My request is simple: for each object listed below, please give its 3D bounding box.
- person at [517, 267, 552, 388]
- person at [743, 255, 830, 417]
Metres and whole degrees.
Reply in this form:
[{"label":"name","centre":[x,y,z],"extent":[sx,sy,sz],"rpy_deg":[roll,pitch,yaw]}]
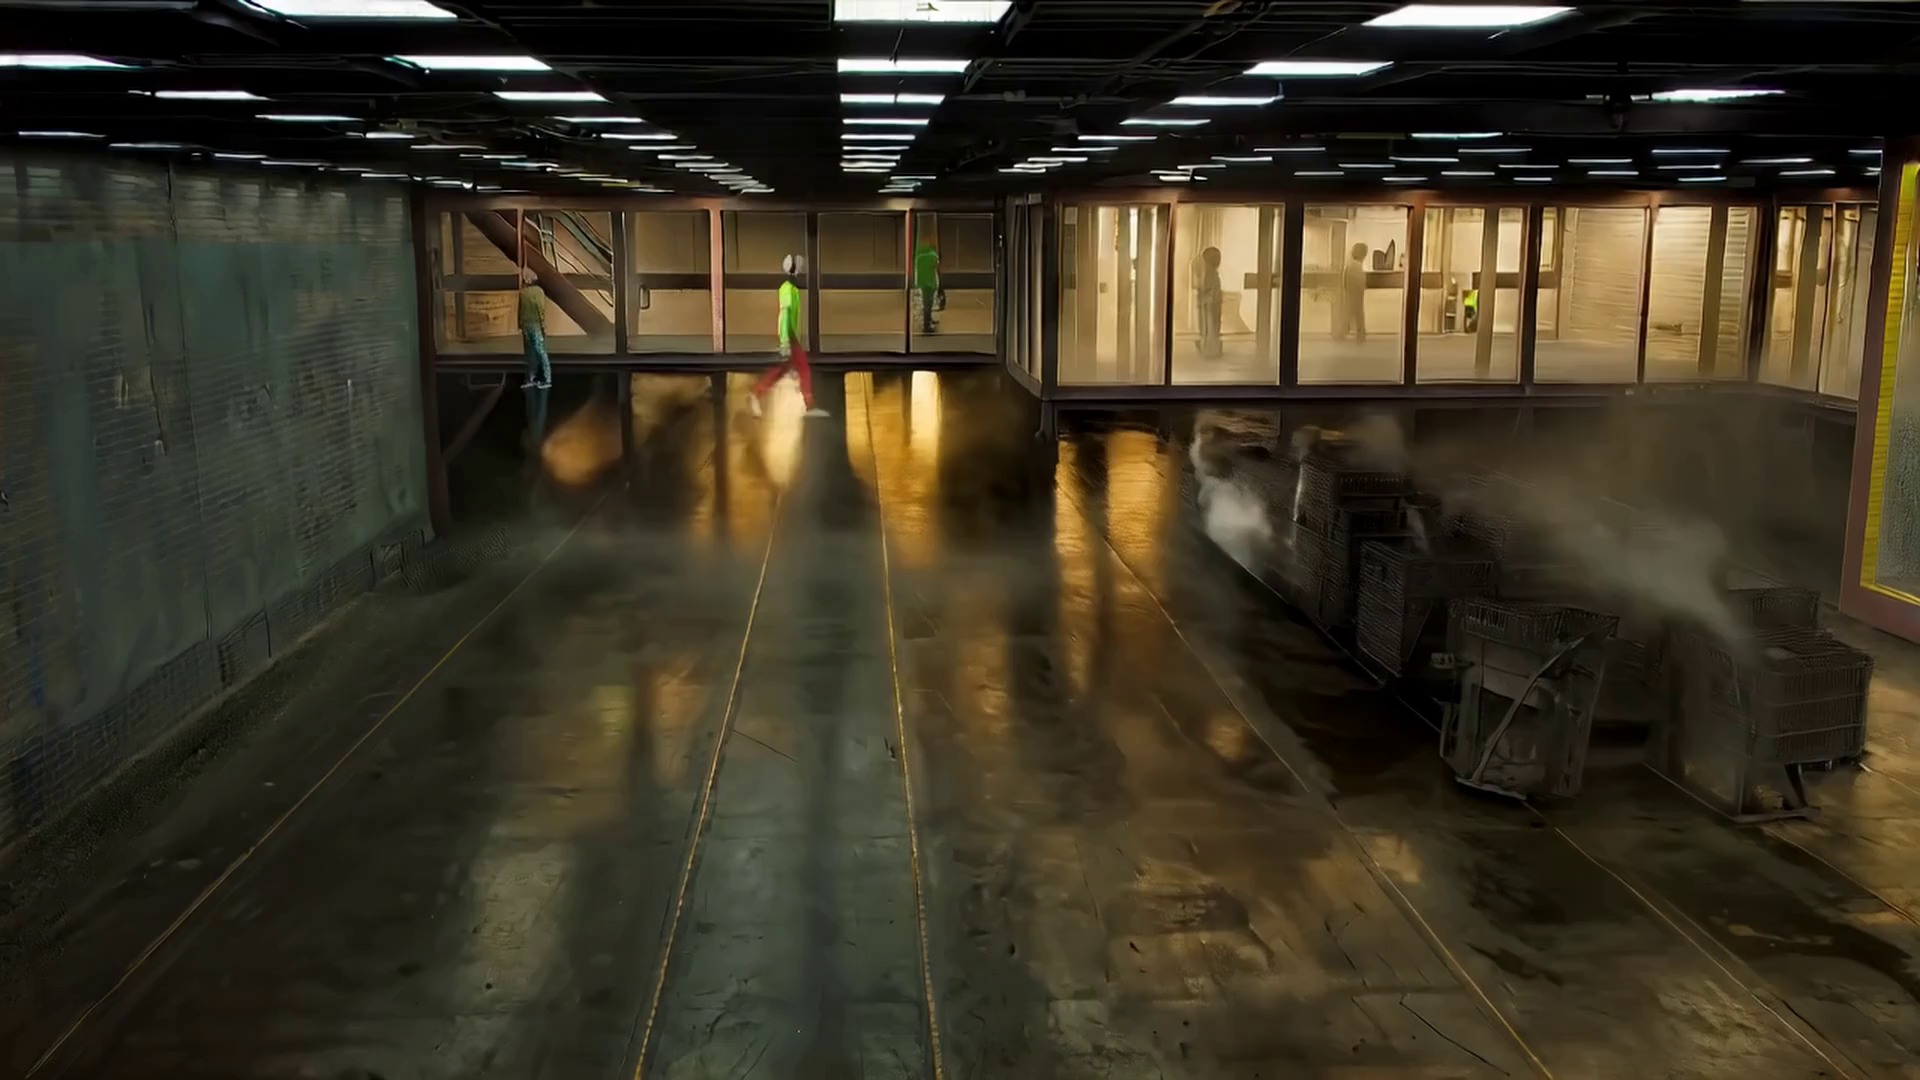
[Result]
[{"label":"person","centre":[-5.727,-2.838,22.275],"extent":[0.512,1.620,0.322],"rpy_deg":[7,13,33]},{"label":"person","centre":[-1.975,-2.280,18.720],"extent":[0.916,1.833,0.517],"rpy_deg":[-1,11,-5]}]
